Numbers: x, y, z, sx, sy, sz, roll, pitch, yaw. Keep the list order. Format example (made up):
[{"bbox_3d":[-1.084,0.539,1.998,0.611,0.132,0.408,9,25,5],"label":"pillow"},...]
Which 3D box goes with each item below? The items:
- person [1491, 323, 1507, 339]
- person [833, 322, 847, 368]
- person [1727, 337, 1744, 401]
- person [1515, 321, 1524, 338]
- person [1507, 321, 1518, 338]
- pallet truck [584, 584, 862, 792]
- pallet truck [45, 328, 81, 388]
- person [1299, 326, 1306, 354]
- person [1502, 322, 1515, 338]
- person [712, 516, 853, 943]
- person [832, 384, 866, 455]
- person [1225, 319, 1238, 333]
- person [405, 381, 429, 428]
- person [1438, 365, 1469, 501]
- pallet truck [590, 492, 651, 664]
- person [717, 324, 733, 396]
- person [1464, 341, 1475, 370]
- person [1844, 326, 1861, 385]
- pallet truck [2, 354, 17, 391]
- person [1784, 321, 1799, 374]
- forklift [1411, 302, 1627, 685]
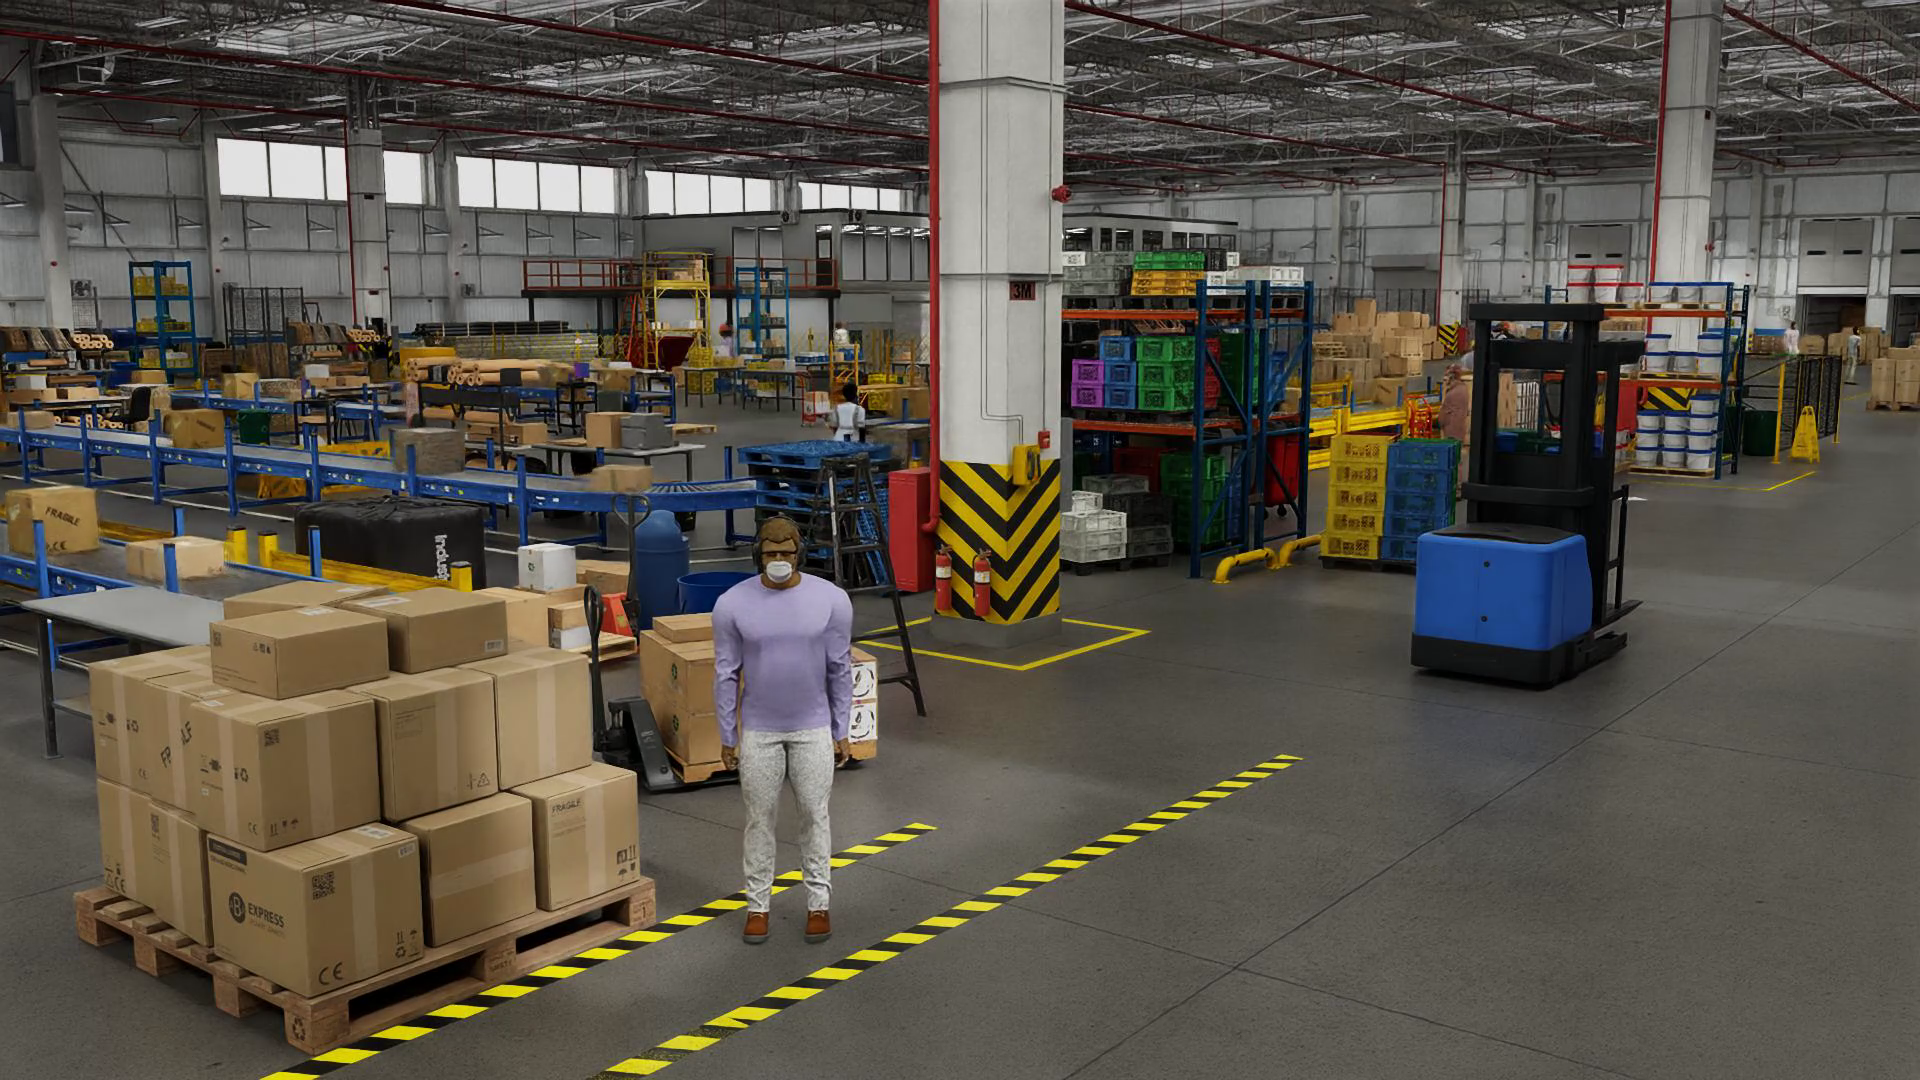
[{"bbox_3d":[16.027,-5.461,49.529,0.537,2.000,0.674,-7,11,-39],"label":"person"},{"bbox_3d":[-4.435,-7.042,60.789,0.706,1.860,0.616,7,11,38],"label":"person"},{"bbox_3d":[20.831,-4.583,44.587,0.530,1.752,0.356,-7,11,-38],"label":"person"},{"bbox_3d":[26.485,-9.766,78.958,0.619,1.923,0.837,-7,11,-38],"label":"person"},{"bbox_3d":[25.029,-9.271,75.612,0.623,1.912,0.501,2,9,14],"label":"person"},{"bbox_3d":[-1.426,0.805,10.019,1.601,1.201,0.680,-4,9,-26],"label":"pallet truck"},{"bbox_3d":[-23.775,-4.544,43.495,1.885,1.965,0.823,6,10,35],"label":"pallet truck"},{"bbox_3d":[16.202,-9.572,78.092,0.645,1.800,0.963,-1,9,-7],"label":"person"},{"bbox_3d":[16.966,-5.785,51.862,0.609,1.997,0.375,7,11,39],"label":"person"},{"bbox_3d":[-0.783,0.844,7.420,0.622,1.932,0.368,-1,9,-8],"label":"person"},{"bbox_3d":[-1.528,-1.345,23.101,0.539,1.640,0.885,3,9,20],"label":"person"},{"bbox_3d":[10.922,-8.006,67.095,0.592,1.922,0.415,4,10,28],"label":"person"},{"bbox_3d":[-8.797,-1.987,27.110,0.538,1.748,0.538,1,9,7],"label":"person"},{"bbox_3d":[6.881,-1.494,23.247,0.401,1.904,0.646,4,9,22],"label":"person"},{"bbox_3d":[-3.115,0.344,12.883,0.653,1.274,1.630,7,11,37],"label":"pallet truck"},{"bbox_3d":[-6.626,-5.052,46.817,0.545,2.021,0.651,-3,9,-22],"label":"person"},{"bbox_3d":[12.198,-3.831,39.315,0.602,1.814,0.495,7,11,41],"label":"person"},{"bbox_3d":[28.283,-5.828,52.637,0.328,1.861,0.497,-3,9,-17],"label":"person"},{"bbox_3d":[-24.881,-4.417,42.634,1.885,1.965,0.823,8,11,41],"label":"pallet truck"},{"bbox_3d":[29.727,-6.854,59.330,0.634,1.913,0.672,-2,9,-15],"label":"person"},{"bbox_3d":[4.379,-0.438,12.852,1.129,2.768,1.873,7,11,37],"label":"forklift"}]
